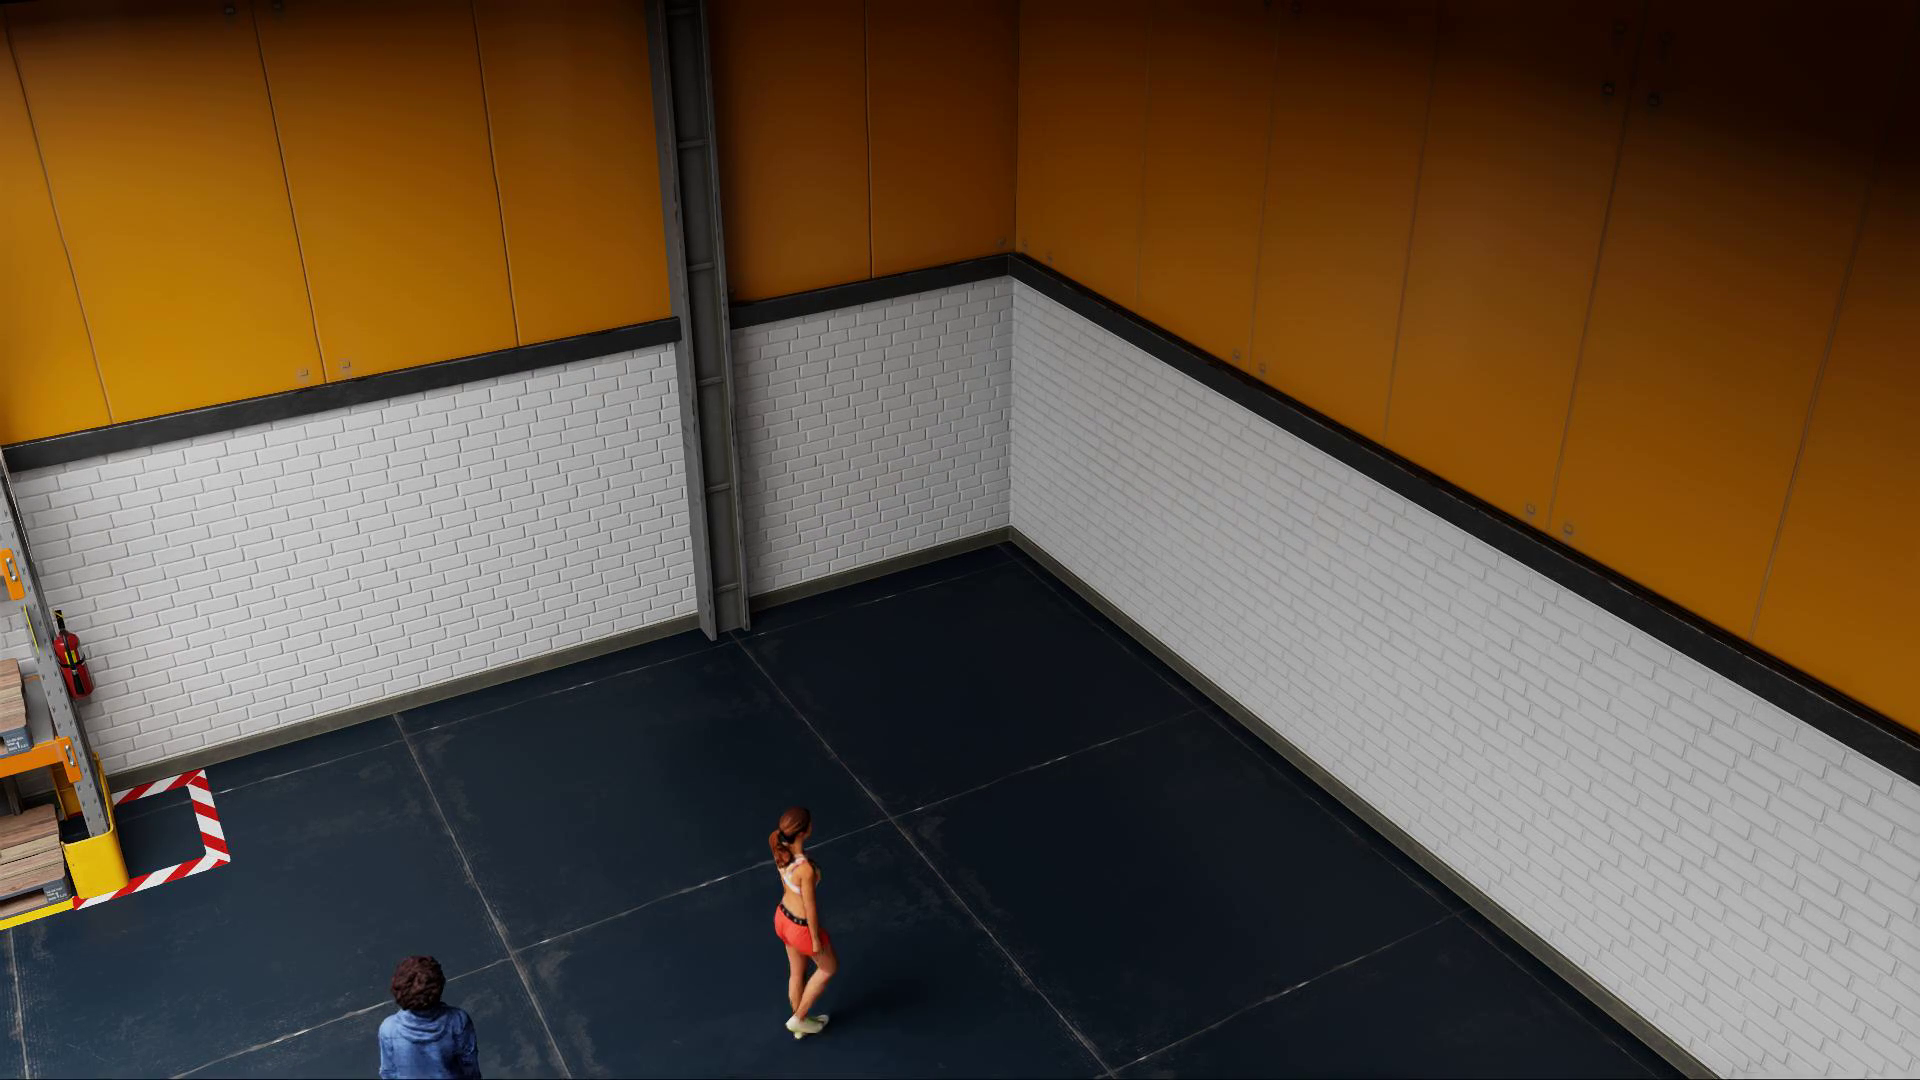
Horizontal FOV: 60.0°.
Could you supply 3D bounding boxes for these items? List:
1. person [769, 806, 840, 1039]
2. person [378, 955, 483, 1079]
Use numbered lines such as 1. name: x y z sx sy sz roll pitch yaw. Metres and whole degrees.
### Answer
1. person: -1.072 2.468 10.484 0.617 1.785 0.634 -20 34 -32
2. person: -2.945 3.117 9.278 0.760 1.802 0.843 -7 29 -13
